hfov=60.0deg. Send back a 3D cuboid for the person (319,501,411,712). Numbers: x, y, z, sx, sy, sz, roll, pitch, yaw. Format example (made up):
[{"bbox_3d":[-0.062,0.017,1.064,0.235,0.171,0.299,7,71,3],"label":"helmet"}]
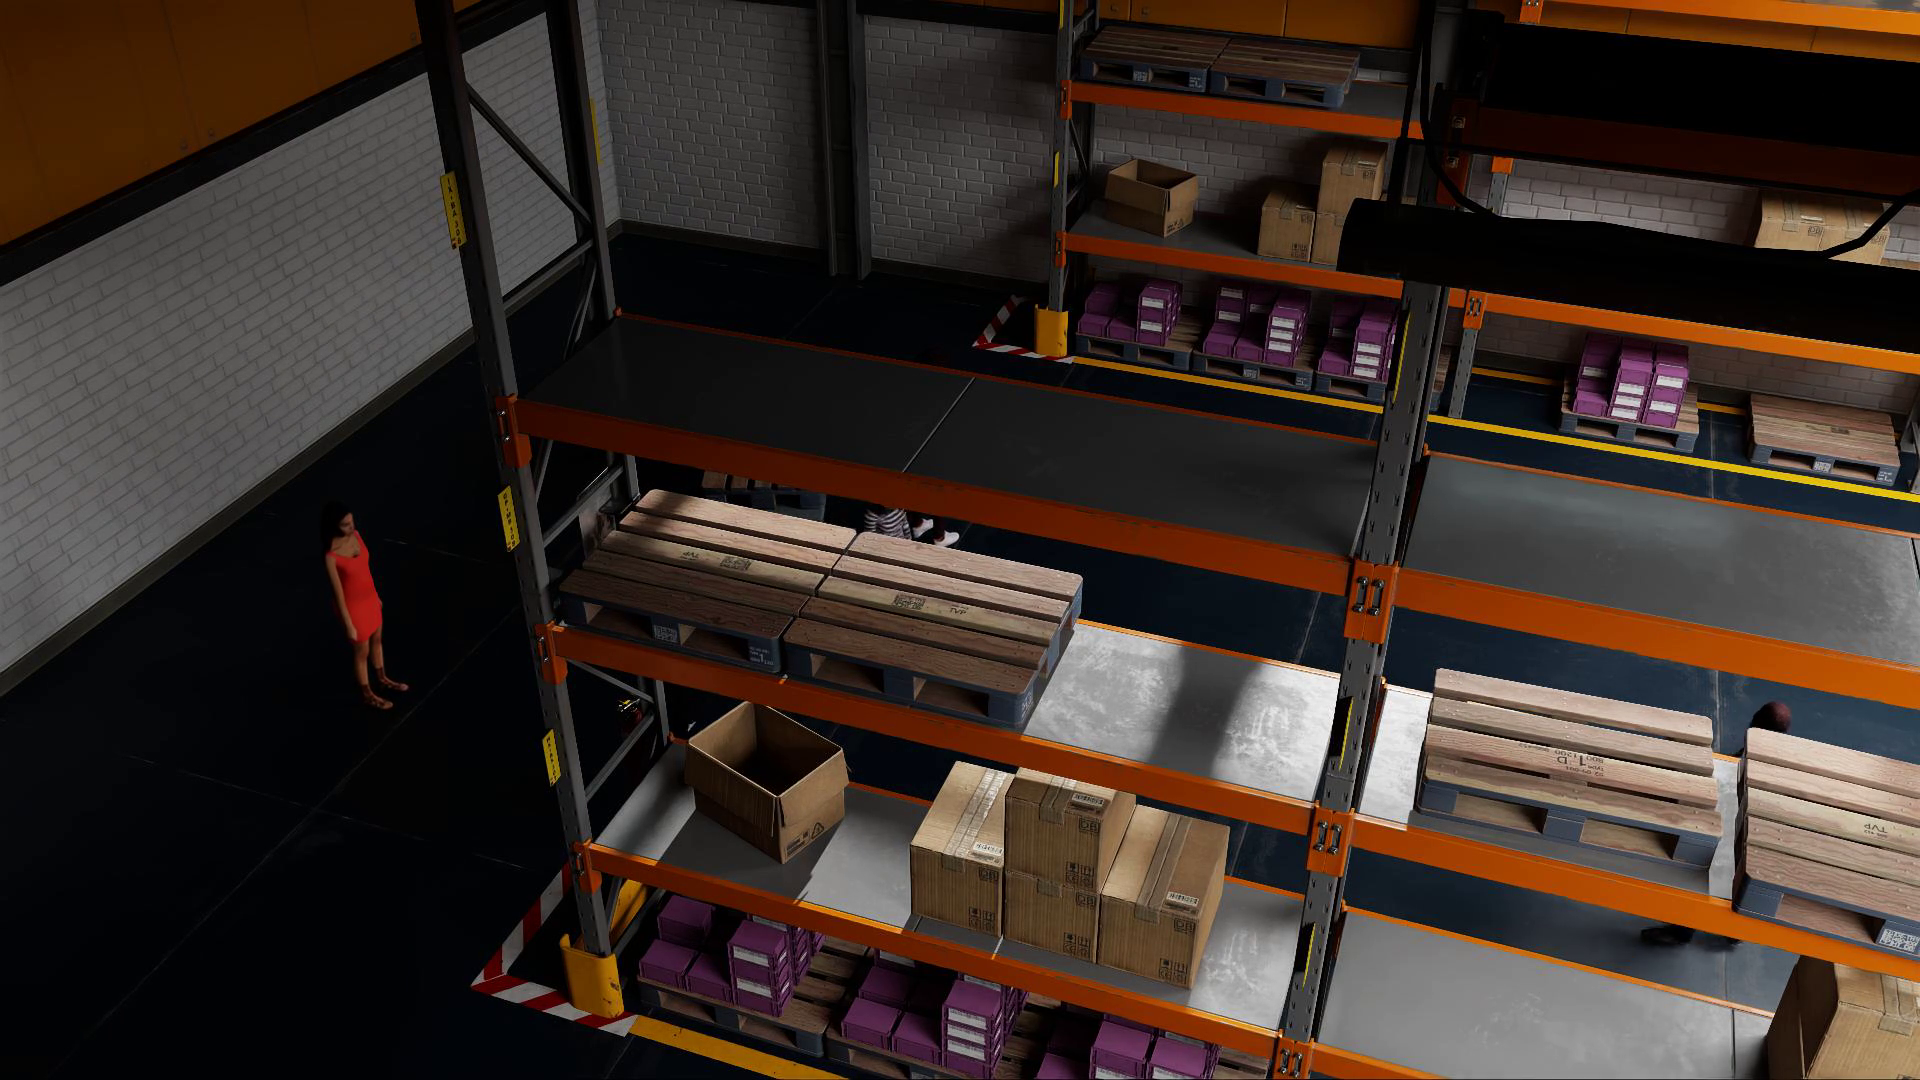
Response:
[{"bbox_3d":[-4.300,0.461,11.831,0.587,1.720,0.619,6,34,9],"label":"person"}]

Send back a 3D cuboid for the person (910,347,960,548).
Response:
[{"bbox_3d":[-0.247,-0.758,13.609,0.601,1.782,0.728,23,40,31],"label":"person"}]

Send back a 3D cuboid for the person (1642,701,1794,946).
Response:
[{"bbox_3d":[4.525,1.735,9.854,0.930,1.785,0.933,23,40,30],"label":"person"}]
